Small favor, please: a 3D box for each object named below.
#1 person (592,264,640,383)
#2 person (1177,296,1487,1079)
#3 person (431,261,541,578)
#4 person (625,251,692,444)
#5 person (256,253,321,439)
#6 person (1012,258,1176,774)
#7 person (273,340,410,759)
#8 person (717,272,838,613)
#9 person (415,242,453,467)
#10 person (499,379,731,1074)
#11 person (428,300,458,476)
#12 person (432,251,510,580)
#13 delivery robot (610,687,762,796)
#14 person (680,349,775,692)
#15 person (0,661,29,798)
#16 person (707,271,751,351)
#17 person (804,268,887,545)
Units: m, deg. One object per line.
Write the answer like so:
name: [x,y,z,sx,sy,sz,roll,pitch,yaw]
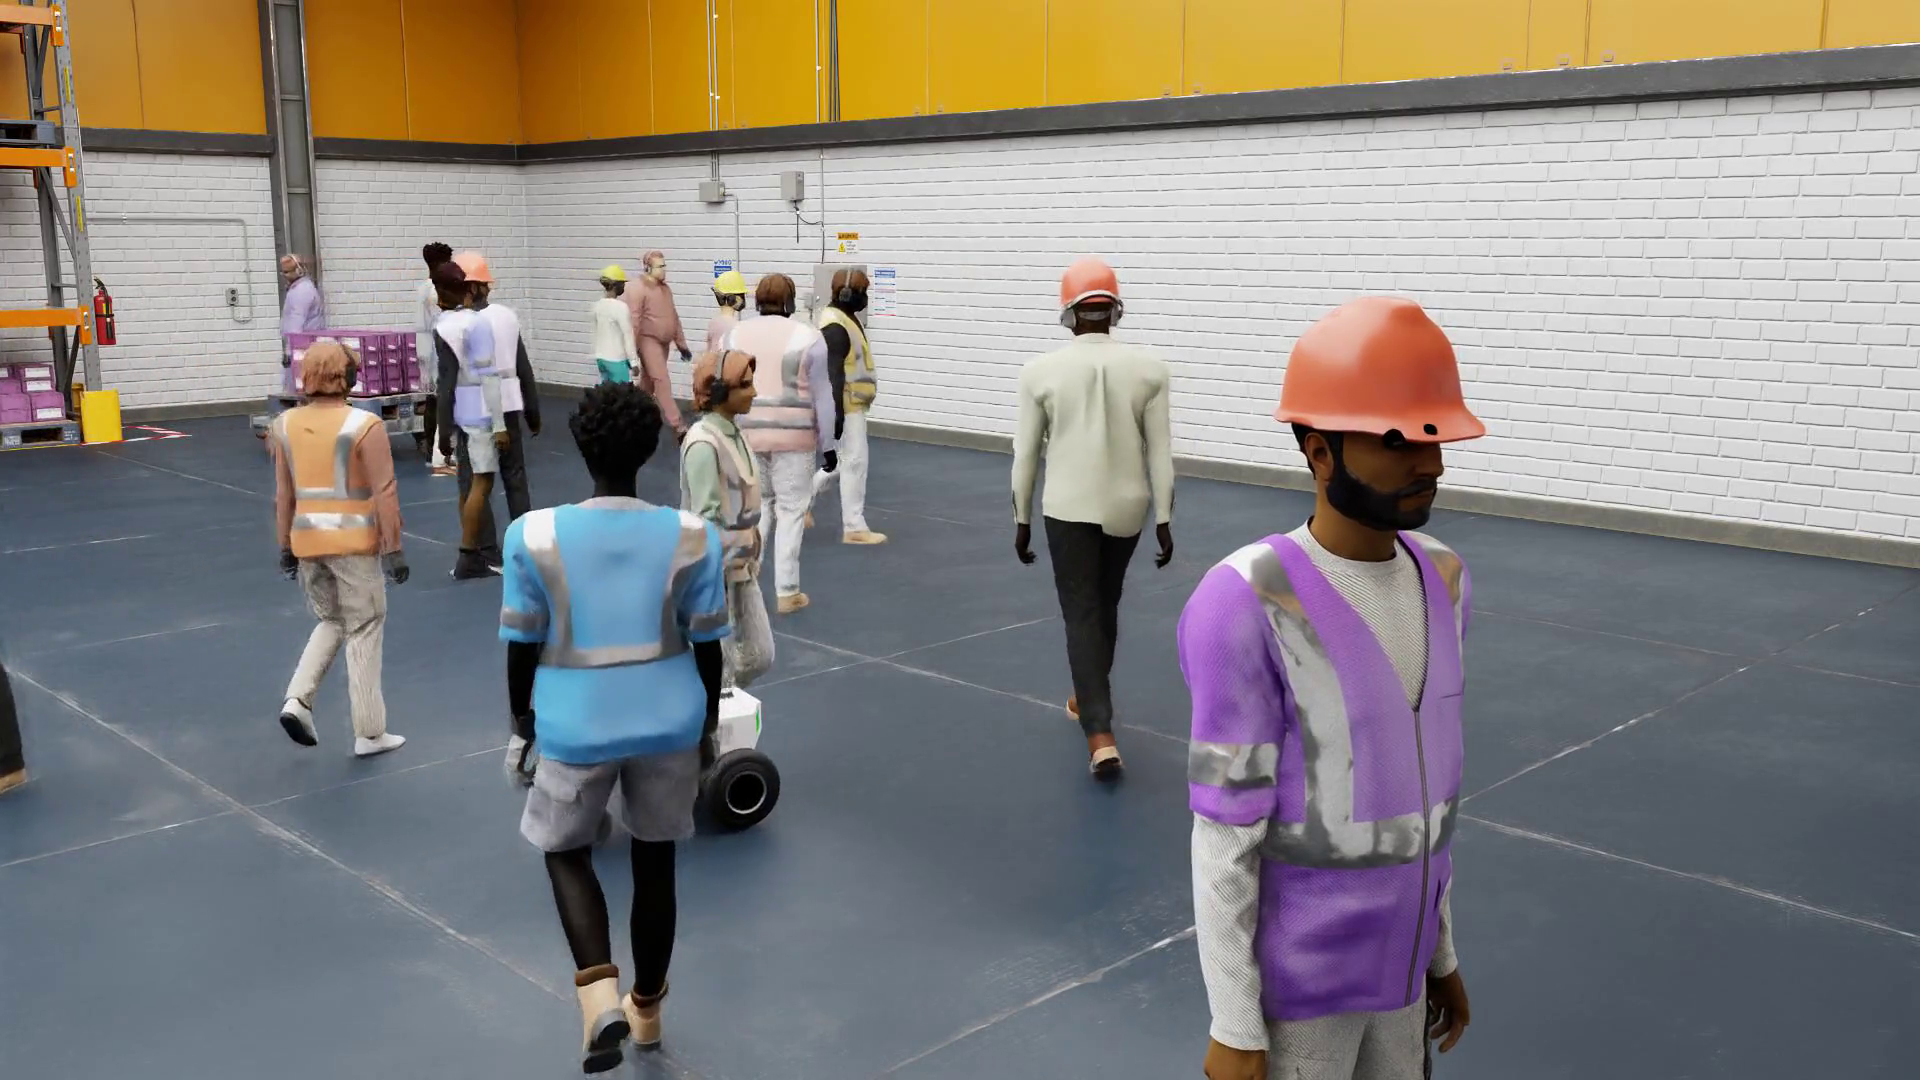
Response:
person: [-3.183,-1.658,15.383,0.342,1.763,0.560,-9,14,-40]
person: [0.569,0.618,2.456,0.545,1.938,0.360,-8,13,-38]
person: [-2.770,-0.720,9.945,0.382,1.877,0.735,8,13,38]
person: [-2.877,-1.856,16.155,0.930,1.862,0.661,3,11,16]
person: [-6.458,-1.897,16.451,0.967,1.859,0.677,-4,11,-22]
person: [0.524,-0.107,6.431,0.627,1.945,1.052,-1,10,-8]
person: [-2.410,0.048,6.414,0.544,1.623,0.412,4,11,21]
person: [-0.975,-0.513,8.942,0.639,1.830,0.436,4,11,22]
person: [-4.535,-1.602,14.479,0.371,1.966,0.608,-6,12,-32]
person: [-0.805,0.465,3.965,0.550,1.683,0.475,-3,11,-18]
person: [-4.249,-1.338,14.034,0.550,1.612,0.511,-6,12,-29]
person: [-2.889,-0.740,9.895,0.391,1.940,0.553,-10,14,-44]
delivery robot: [-1.054,0.668,5.703,0.707,0.478,0.477,-6,12,-30]
person: [-0.869,0.133,5.953,0.392,1.630,0.527,2,11,10]
person: [-3.608,0.116,5.590,0.530,1.793,0.950,4,11,20]
person: [-1.642,-1.042,11.978,0.313,1.769,0.523,-6,12,-31]
person: [-0.813,-0.867,10.882,0.600,1.820,0.634,0,10,2]
